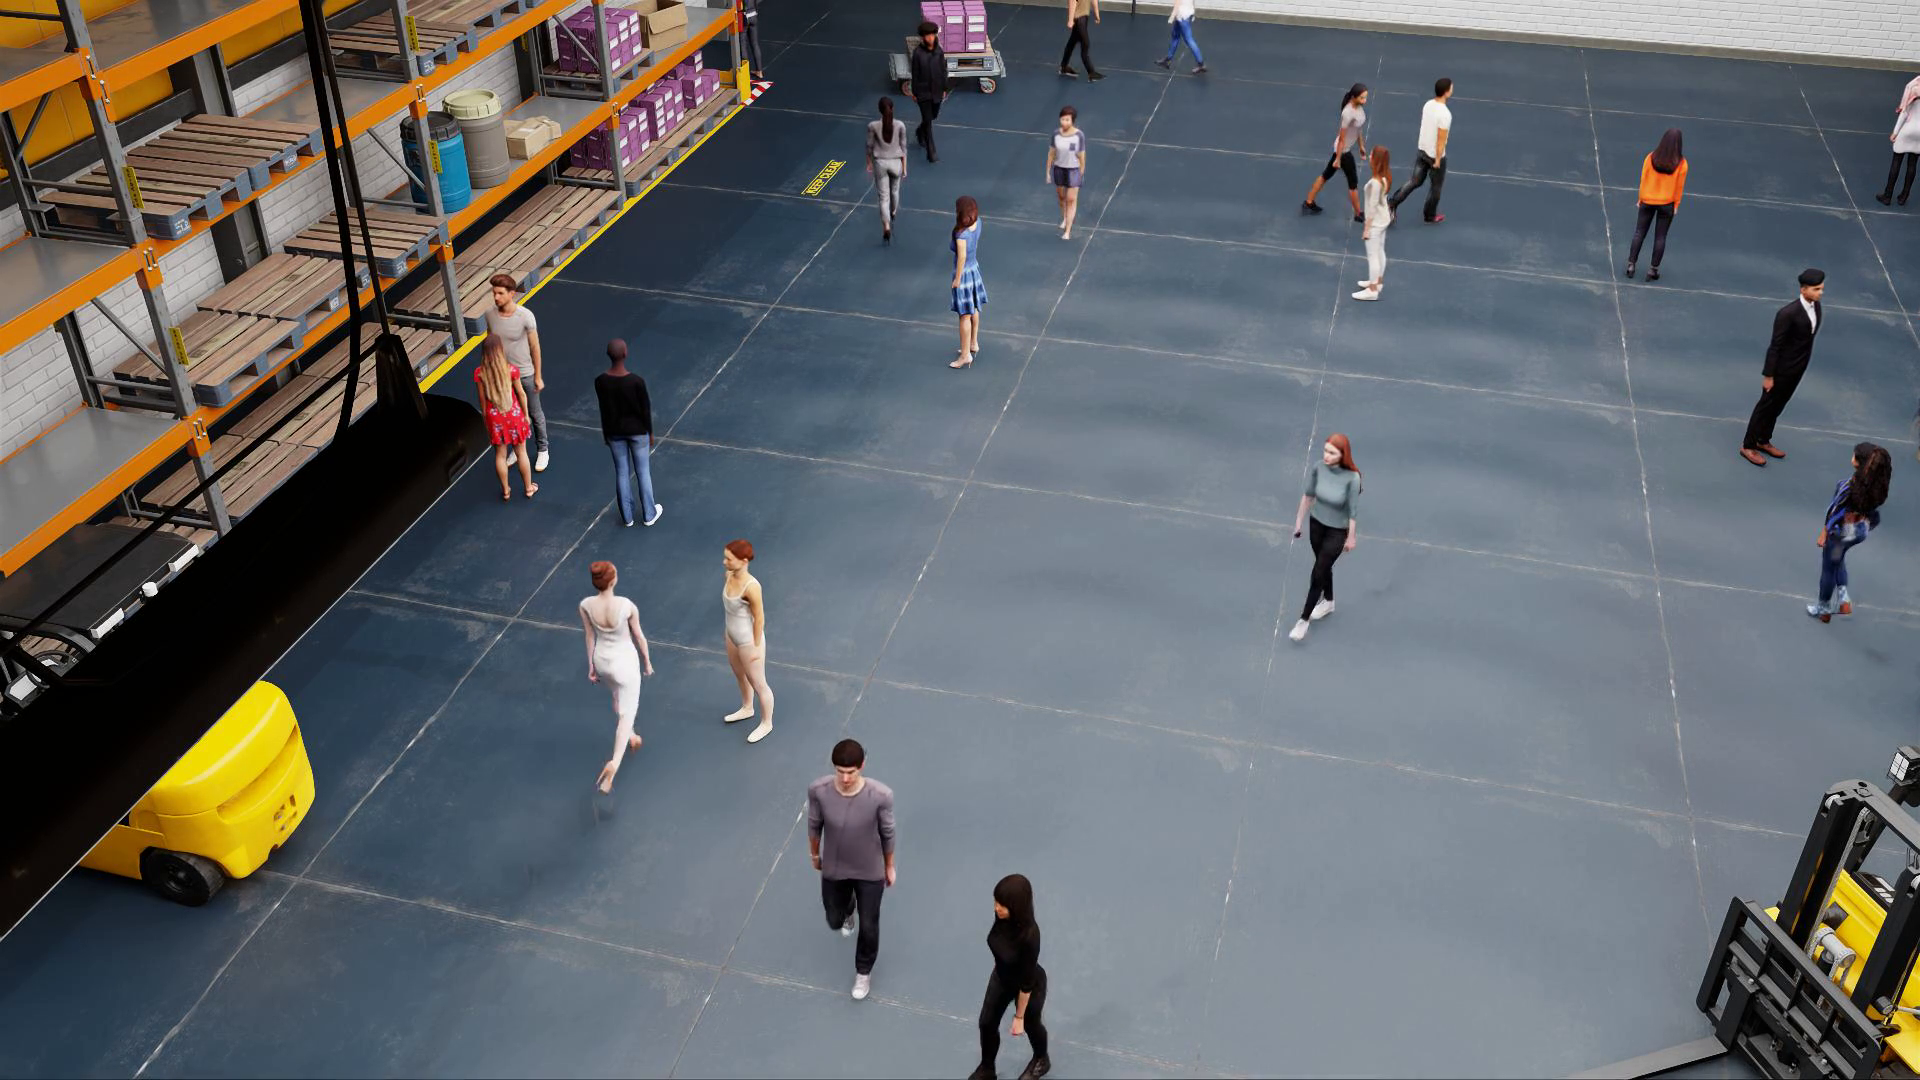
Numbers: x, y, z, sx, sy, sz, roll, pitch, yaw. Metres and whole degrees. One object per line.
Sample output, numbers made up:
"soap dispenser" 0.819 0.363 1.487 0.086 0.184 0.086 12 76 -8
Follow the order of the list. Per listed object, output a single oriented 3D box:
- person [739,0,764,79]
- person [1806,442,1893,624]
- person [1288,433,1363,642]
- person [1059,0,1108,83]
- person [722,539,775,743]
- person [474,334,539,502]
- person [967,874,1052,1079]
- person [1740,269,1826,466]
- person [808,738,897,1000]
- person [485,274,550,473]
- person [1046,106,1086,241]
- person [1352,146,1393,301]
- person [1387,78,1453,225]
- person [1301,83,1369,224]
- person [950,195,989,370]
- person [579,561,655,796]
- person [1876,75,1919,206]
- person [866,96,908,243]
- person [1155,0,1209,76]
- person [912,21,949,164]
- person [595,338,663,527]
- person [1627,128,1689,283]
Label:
"person" -3.117 -7.613 24.225 0.617 1.768 0.735 -29 43 -36
"person" 6.953 -0.014 12.934 0.770 1.611 0.820 -13 36 -18
"person" 2.918 -0.091 12.950 1.005 1.721 0.879 -27 42 -34
"person" 1.664 -7.614 24.184 0.933 1.815 1.107 19 38 26
"person" -1.527 0.693 11.840 0.640 1.644 0.619 -25 41 -33
"person" -3.984 -1.068 14.537 0.650 1.593 0.657 -4 34 -6
"person" 0.392 2.430 9.247 0.913 1.622 0.829 -23 40 -31
"person" 7.475 -1.591 15.061 0.741 1.883 0.824 -20 39 -28
"person" -0.613 1.872 9.893 0.754 1.837 0.906 3 34 4
"person" -3.981 -1.520 14.940 0.661 1.898 0.547 7 34 11
"person" 1.279 -4.363 19.547 0.614 1.532 0.926 10 35 15
"person" 4.524 -3.434 17.998 0.704 1.702 0.565 17 37 23
"person" 5.464 -4.550 19.603 1.082 1.782 1.068 -14 36 -19
"person" 4.489 -4.619 19.788 0.722 1.693 1.092 9 35 13
"person" 0.052 -2.587 16.628 0.733 1.806 0.509 11 35 15
"person" -2.382 0.950 11.341 0.610 1.769 1.056 7 34 11
"person" 11.579 -4.963 20.206 0.662 1.803 0.625 3 34 5
"person" -0.842 -4.261 19.310 0.890 1.625 1.193 -3 34 -5
"person" 3.358 -7.592 24.304 0.840 1.645 1.104 17 37 23
"person" -0.428 -5.863 21.609 1.063 1.749 1.202 -13 36 -19
"person" -2.830 -0.909 14.156 0.642 1.749 0.606 1 34 1
"person" 7.705 -3.706 18.364 0.690 1.748 0.672 21 39 28
